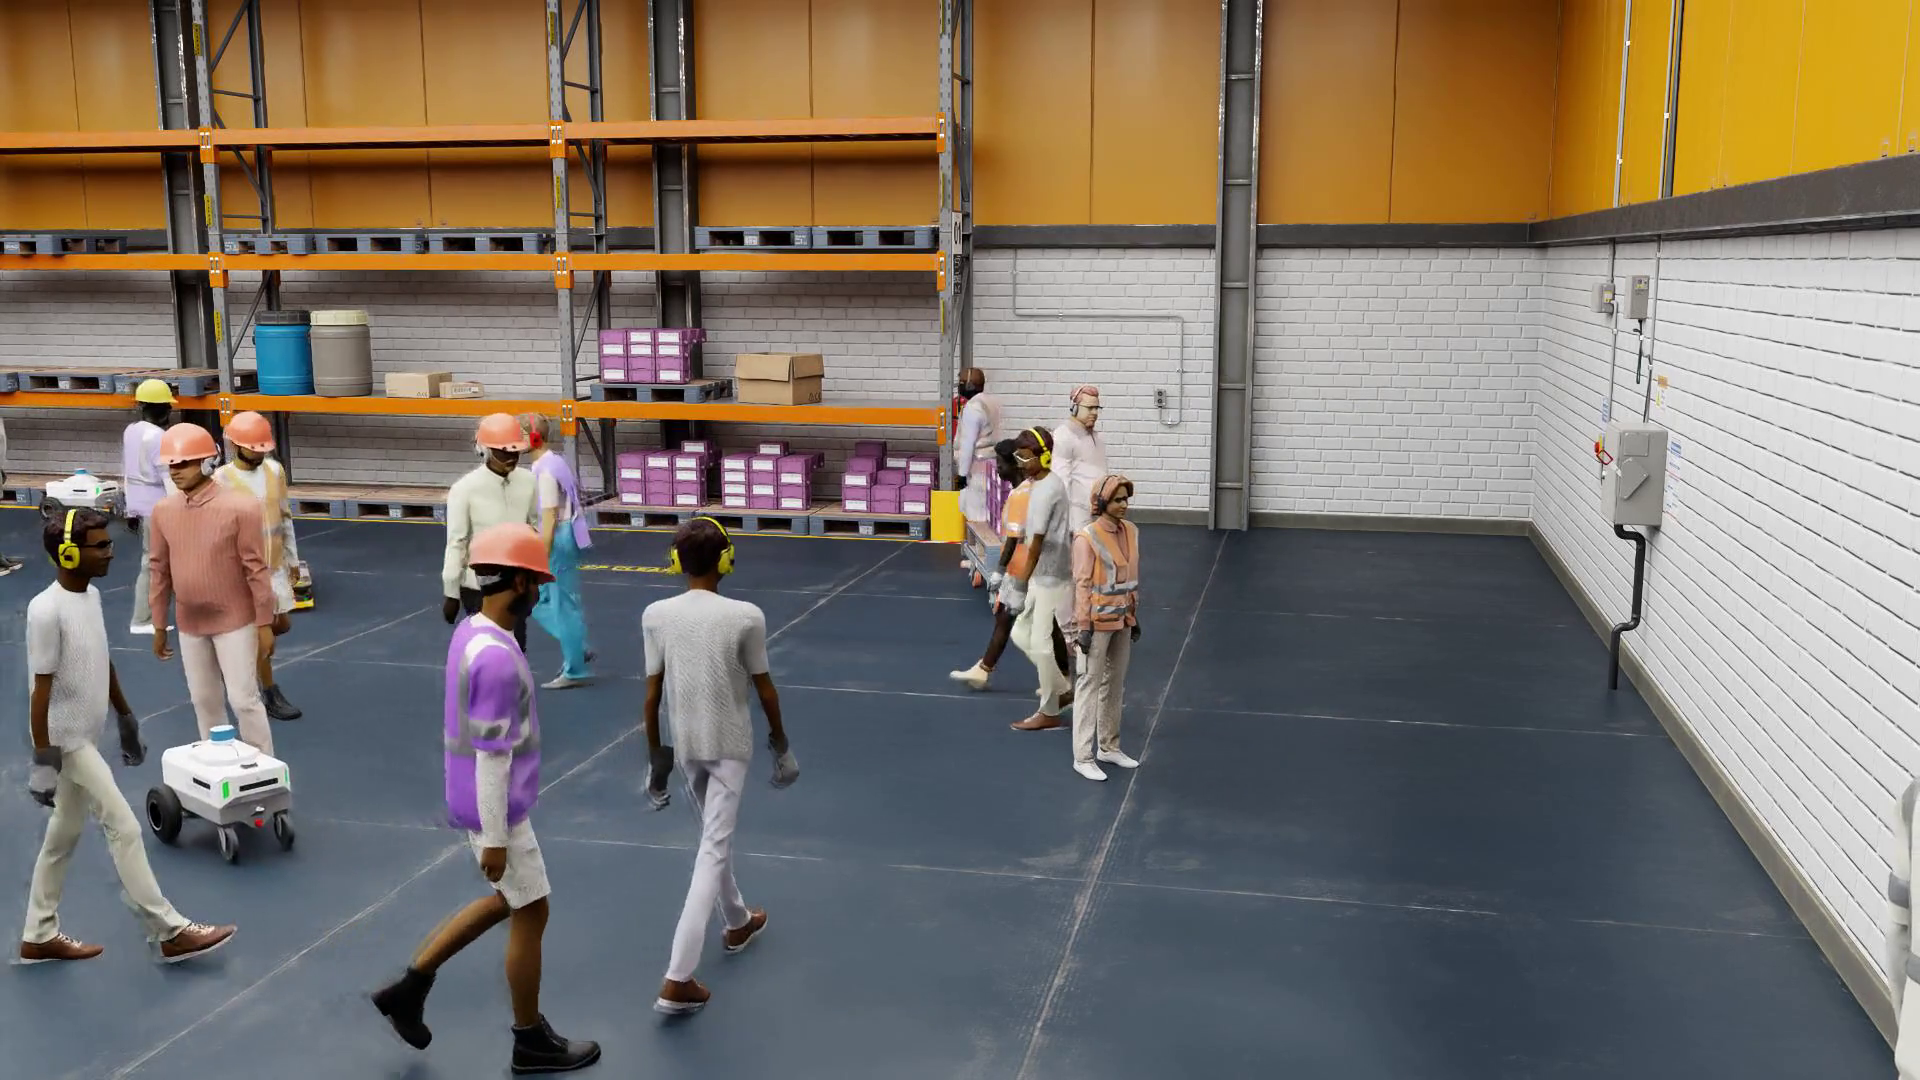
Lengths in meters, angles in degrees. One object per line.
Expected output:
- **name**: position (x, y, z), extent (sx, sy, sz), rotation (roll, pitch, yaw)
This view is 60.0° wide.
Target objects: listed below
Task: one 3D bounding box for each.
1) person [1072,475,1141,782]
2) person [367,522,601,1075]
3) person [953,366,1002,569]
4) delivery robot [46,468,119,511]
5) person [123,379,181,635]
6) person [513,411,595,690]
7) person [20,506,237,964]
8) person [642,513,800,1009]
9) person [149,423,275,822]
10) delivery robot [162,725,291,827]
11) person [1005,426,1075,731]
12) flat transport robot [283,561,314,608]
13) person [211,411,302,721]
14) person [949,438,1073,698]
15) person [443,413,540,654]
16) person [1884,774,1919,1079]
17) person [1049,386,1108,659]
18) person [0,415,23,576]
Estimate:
- **person**: position (0.793, 0.461, 8.962), extent (0.309, 1.639, 0.523), rotation (8, 13, 40)
- **person**: position (-1.639, 0.892, 5.625), extent (0.669, 1.903, 0.575), rotation (-4, 10, -23)
- **person**: position (0.149, -0.640, 14.920), extent (0.436, 1.826, 0.640), rotation (2, 10, 11)
- **delivery robot**: position (-9.322, -0.518, 17.667), extent (0.707, 0.478, 0.477), rotation (2, 10, 15)
- **person**: position (-5.977, -0.257, 12.495), extent (0.644, 1.909, 0.697), rotation (9, 13, 41)
- **person**: position (-2.619, 0.076, 10.722), extent (0.461, 1.820, 0.569), rotation (-4, 10, -21)
- **person**: position (-3.325, 0.781, 6.518), extent (0.915, 1.830, 0.543), rotation (-2, 10, -12)
- **person**: position (-0.943, 0.813, 6.352), extent (0.534, 1.824, 0.967), rotation (4, 10, 21)
- **person**: position (-3.722, 0.407, 8.261), extent (0.635, 1.985, 0.408), rotation (2, 10, 12)
- **delivery robot**: position (-3.497, 1.127, 7.920), extent (0.707, 0.478, 0.477), rotation (8, 13, 42)
- **person**: position (0.442, 0.242, 9.686), extent (0.425, 1.838, 0.567), rotation (0, 10, -2)
- **flat transport robot**: position (-5.678, 0.359, 13.611), extent (0.652, 0.197, 1.431), rotation (-4, 10, -23)
- **person**: position (-4.290, 0.151, 10.028), extent (0.675, 1.899, 0.603), rotation (5, 11, 27)
- **person**: position (0.332, 0.187, 10.518), extent (0.853, 1.641, 0.557), rotation (0, 10, -2)
- **person**: position (-2.698, 0.227, 9.485), extent (0.747, 1.949, 0.648), rotation (6, 11, 33)
- **person**: position (2.227, 1.169, 3.572), extent (0.387, 2.045, 0.605), rotation (0, 10, 1)
- **person**: position (0.855, -0.133, 11.709), extent (0.402, 1.904, 0.638), rotation (5, 11, 27)
- **person**: position (-8.603, -0.668, 14.679), extent (0.361, 1.964, 0.613), rotation (-2, 10, -11)
